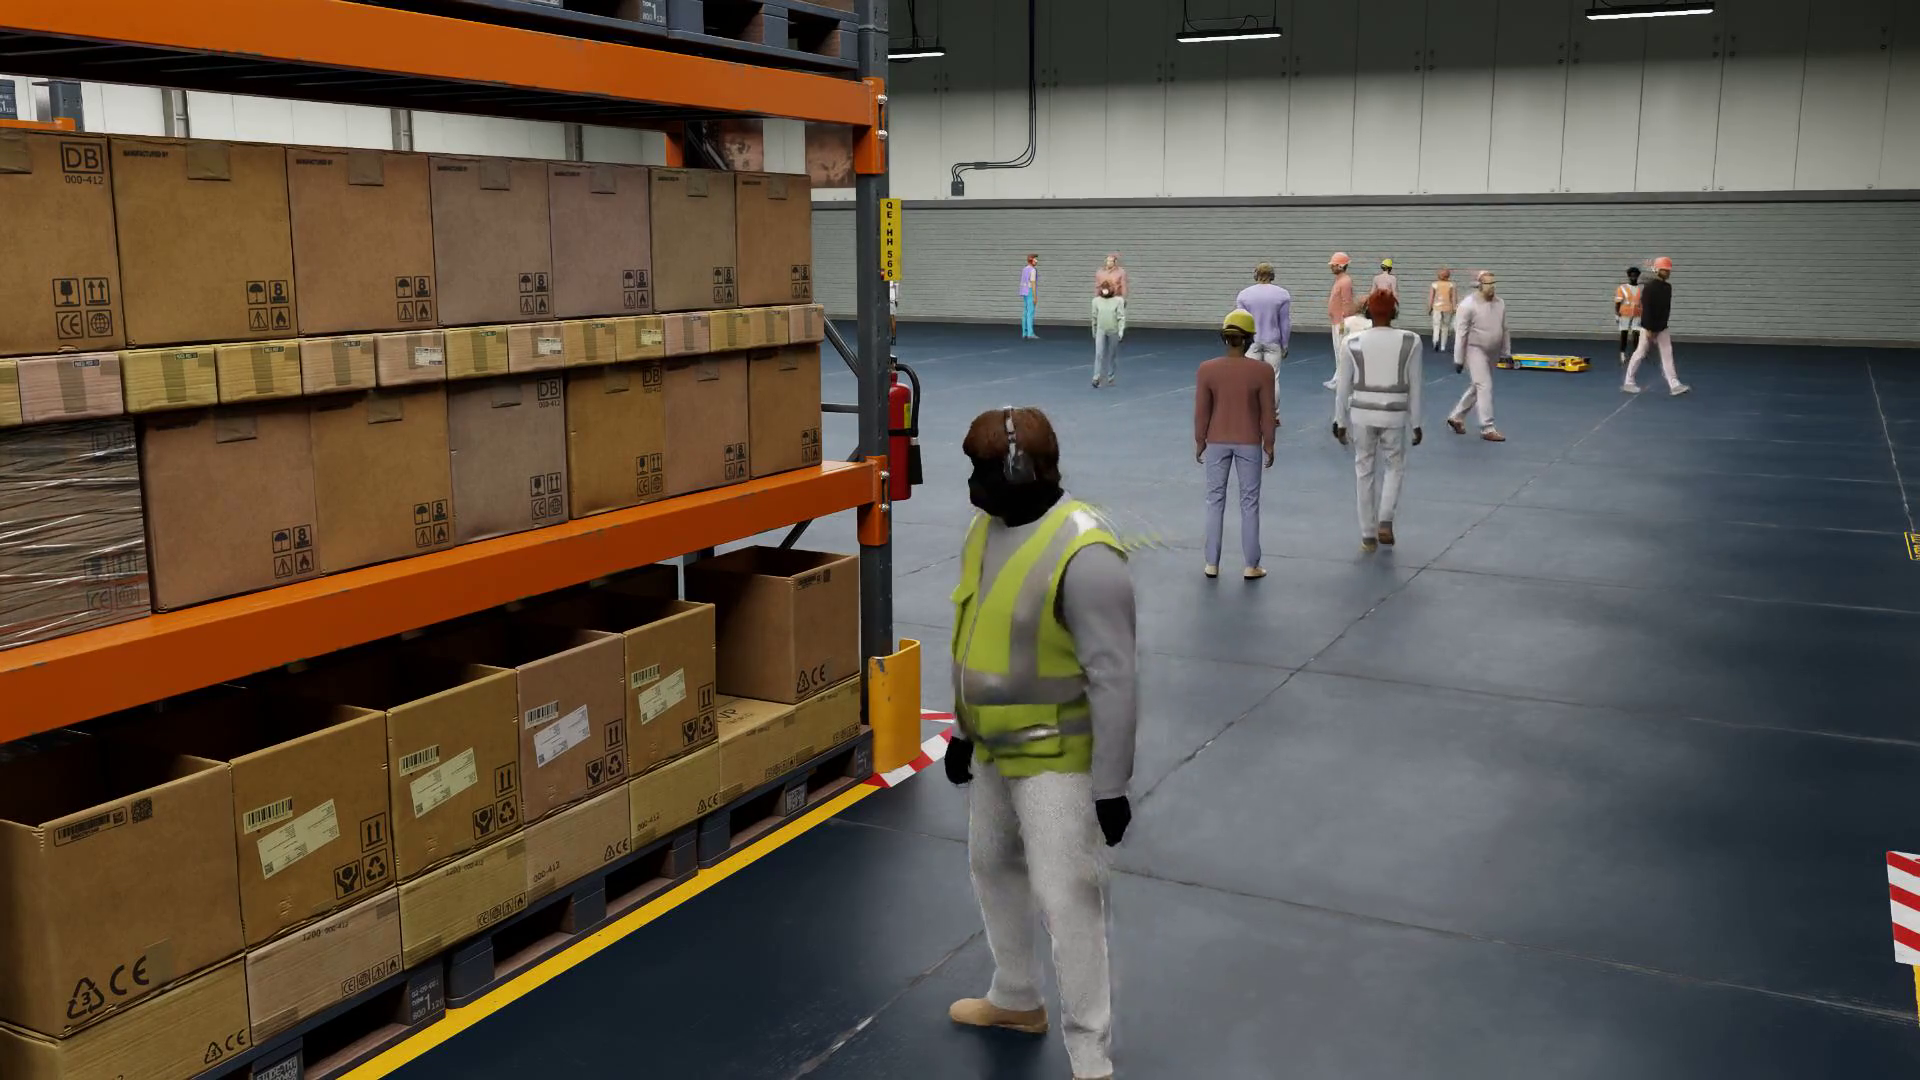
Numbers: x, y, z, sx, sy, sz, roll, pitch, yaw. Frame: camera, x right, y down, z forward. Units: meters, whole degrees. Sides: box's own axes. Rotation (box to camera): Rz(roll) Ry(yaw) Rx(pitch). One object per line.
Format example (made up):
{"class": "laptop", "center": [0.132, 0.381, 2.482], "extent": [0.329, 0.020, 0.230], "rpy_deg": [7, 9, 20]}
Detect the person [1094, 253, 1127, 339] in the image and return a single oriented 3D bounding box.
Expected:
{"class": "person", "center": [3.120, -4.993, 34.414], "extent": [0.677, 1.882, 0.647], "rpy_deg": [3, 11, 15]}

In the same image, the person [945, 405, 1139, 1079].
{"class": "person", "center": [0.226, 0.573, 4.328], "extent": [0.430, 1.829, 0.764], "rpy_deg": [-5, 12, -26]}

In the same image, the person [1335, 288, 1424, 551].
{"class": "person", "center": [2.978, -0.850, 11.835], "extent": [0.613, 1.870, 0.416], "rpy_deg": [2, 11, 13]}

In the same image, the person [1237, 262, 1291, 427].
{"class": "person", "center": [3.545, -2.280, 19.473], "extent": [0.627, 1.934, 0.372], "rpy_deg": [2, 11, 12]}

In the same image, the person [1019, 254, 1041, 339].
{"class": "person", "center": [1.504, -5.274, 36.050], "extent": [0.396, 1.840, 0.564], "rpy_deg": [-4, 11, -19]}

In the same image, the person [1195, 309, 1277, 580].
{"class": "person", "center": [1.802, -0.623, 10.895], "extent": [0.531, 1.765, 0.327], "rpy_deg": [4, 11, 19]}

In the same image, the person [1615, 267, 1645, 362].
{"class": "person", "center": [11.826, -3.942, 29.241], "extent": [0.576, 1.689, 0.477], "rpy_deg": [3, 11, 14]}

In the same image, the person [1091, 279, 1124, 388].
{"class": "person", "center": [2.166, -3.033, 24.519], "extent": [0.507, 1.587, 0.859], "rpy_deg": [2, 11, 13]}

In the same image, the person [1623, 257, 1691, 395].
{"class": "person", "center": [9.834, -3.016, 23.470], "extent": [0.644, 1.937, 1.047], "rpy_deg": [-6, 12, -30]}

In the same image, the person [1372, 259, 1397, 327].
{"class": "person", "center": [8.532, -4.751, 33.400], "extent": [0.531, 1.767, 0.328], "rpy_deg": [9, 14, 41]}

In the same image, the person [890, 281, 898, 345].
{"class": "person", "center": [-1.525, -4.922, 33.861], "extent": [0.547, 1.938, 0.378], "rpy_deg": [-4, 11, -23]}

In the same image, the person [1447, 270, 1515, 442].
{"class": "person", "center": [5.764, -2.060, 18.457], "extent": [0.643, 1.869, 0.937], "rpy_deg": [-7, 12, -32]}

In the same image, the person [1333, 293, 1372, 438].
{"class": "person", "center": [4.293, -1.840, 17.903], "extent": [0.442, 1.622, 0.525], "rpy_deg": [-10, 14, -43]}

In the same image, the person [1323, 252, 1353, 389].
{"class": "person", "center": [5.557, -3.215, 24.398], "extent": [0.396, 1.992, 0.623], "rpy_deg": [0, 10, 2]}

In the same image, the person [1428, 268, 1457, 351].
{"class": "person", "center": [9.321, -4.446, 32.152], "extent": [0.521, 1.618, 0.709], "rpy_deg": [3, 11, 16]}

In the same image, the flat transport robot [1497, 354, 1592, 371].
{"class": "flat transport robot", "center": [9.739, -2.979, 27.818], "extent": [1.431, 0.197, 0.652], "rpy_deg": [8, 13, 37]}
